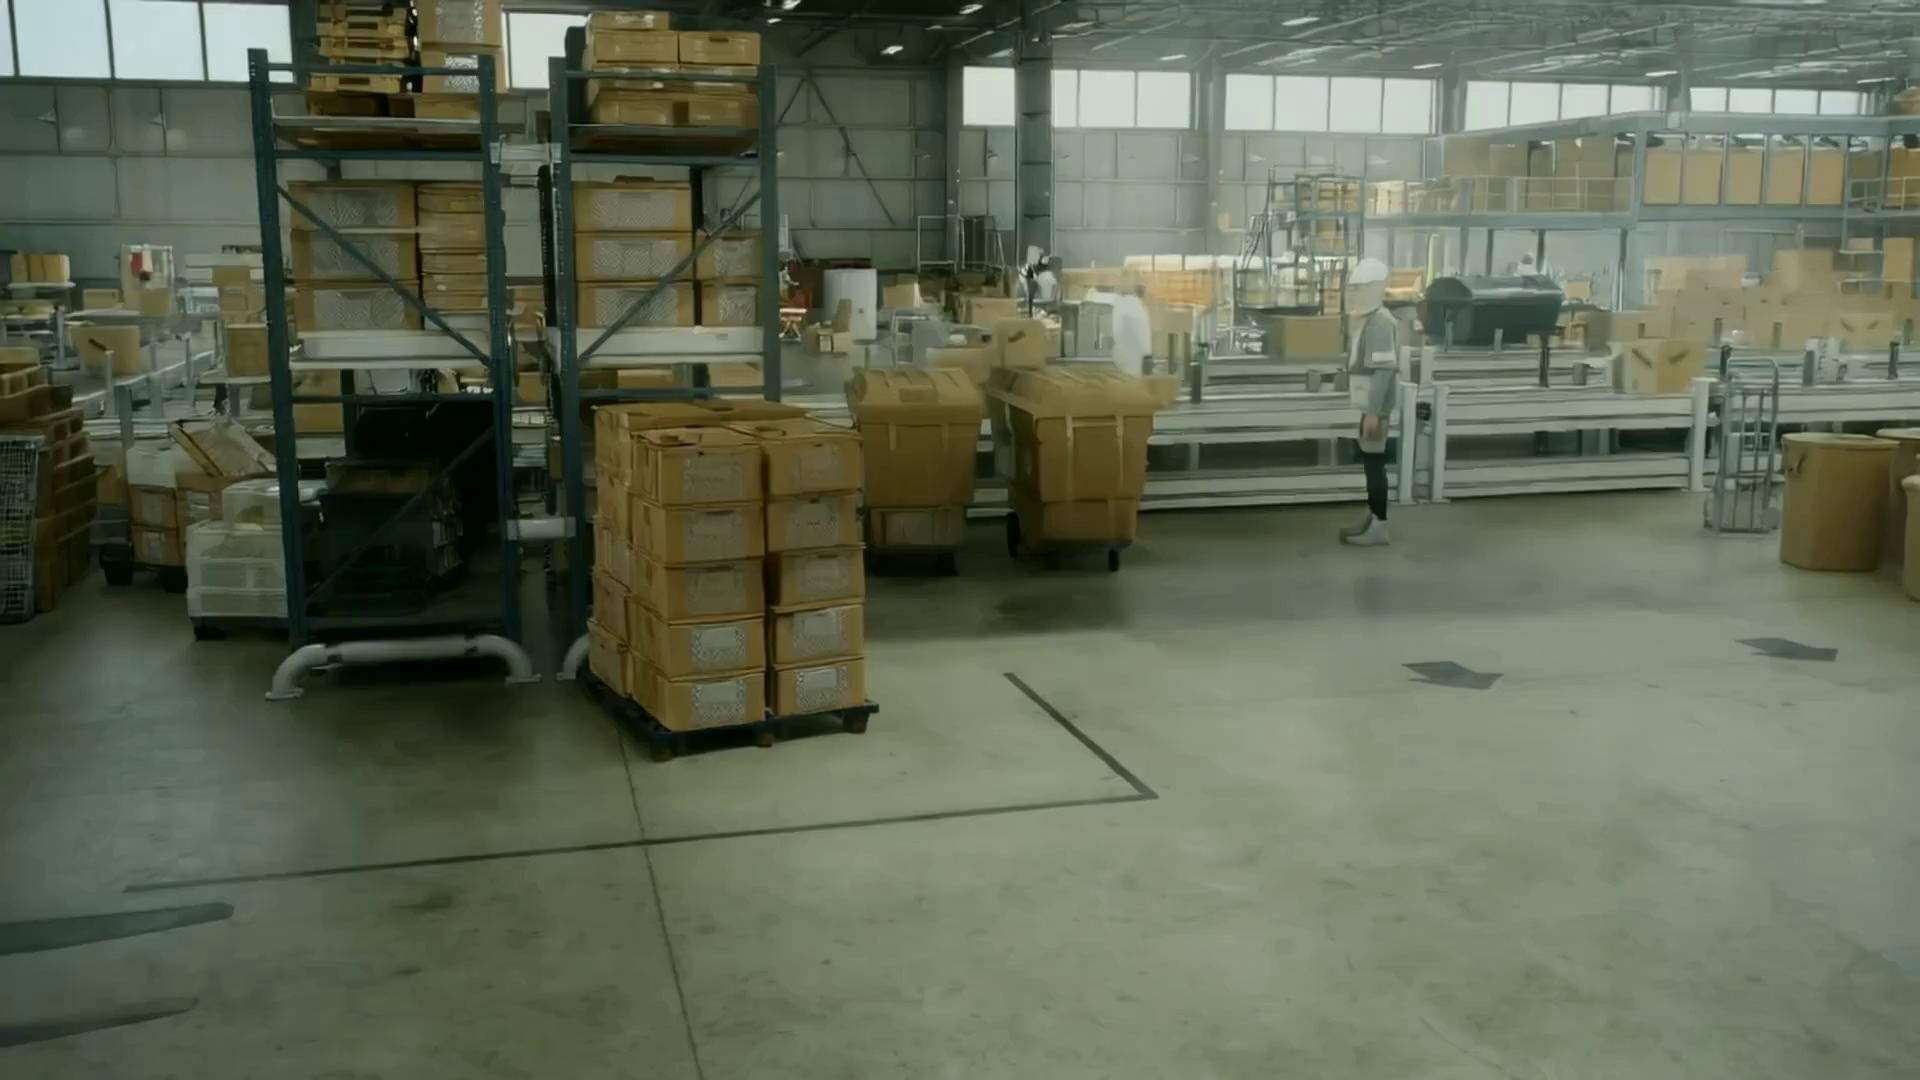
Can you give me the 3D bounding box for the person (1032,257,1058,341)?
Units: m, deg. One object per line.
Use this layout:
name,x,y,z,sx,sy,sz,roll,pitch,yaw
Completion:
person,1.798,-4.993,35.008,0.554,1.904,0.794,-1,10,-3

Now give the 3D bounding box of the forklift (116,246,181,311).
forklift,-19.966,-6.232,40.894,1.157,1.987,2.680,-3,10,-15

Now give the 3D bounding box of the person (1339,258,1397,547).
person,2.890,-0.971,11.820,0.393,2.041,0.614,2,10,9

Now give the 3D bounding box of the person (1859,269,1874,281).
person,15.870,-3.862,29.090,0.487,1.726,0.591,-9,13,-42

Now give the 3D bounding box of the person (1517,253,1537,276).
person,13.393,-5.826,39.499,0.621,1.974,0.487,0,10,2

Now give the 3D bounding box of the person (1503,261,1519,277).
person,11.699,-5.001,35.277,0.595,1.824,0.404,6,12,30

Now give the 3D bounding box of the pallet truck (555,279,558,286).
pallet truck,-10.604,-6.375,44.520,0.653,1.274,1.630,-3,10,-15

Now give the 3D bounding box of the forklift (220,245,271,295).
forklift,-17.749,-6.334,41.440,1.157,1.987,2.680,-3,10,-17

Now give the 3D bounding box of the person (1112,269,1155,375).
person,1.851,-1.901,17.543,0.513,1.889,0.640,-1,10,-6

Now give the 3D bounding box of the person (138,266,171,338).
person,-16.505,-4.709,33.896,0.540,1.714,0.903,9,14,43
